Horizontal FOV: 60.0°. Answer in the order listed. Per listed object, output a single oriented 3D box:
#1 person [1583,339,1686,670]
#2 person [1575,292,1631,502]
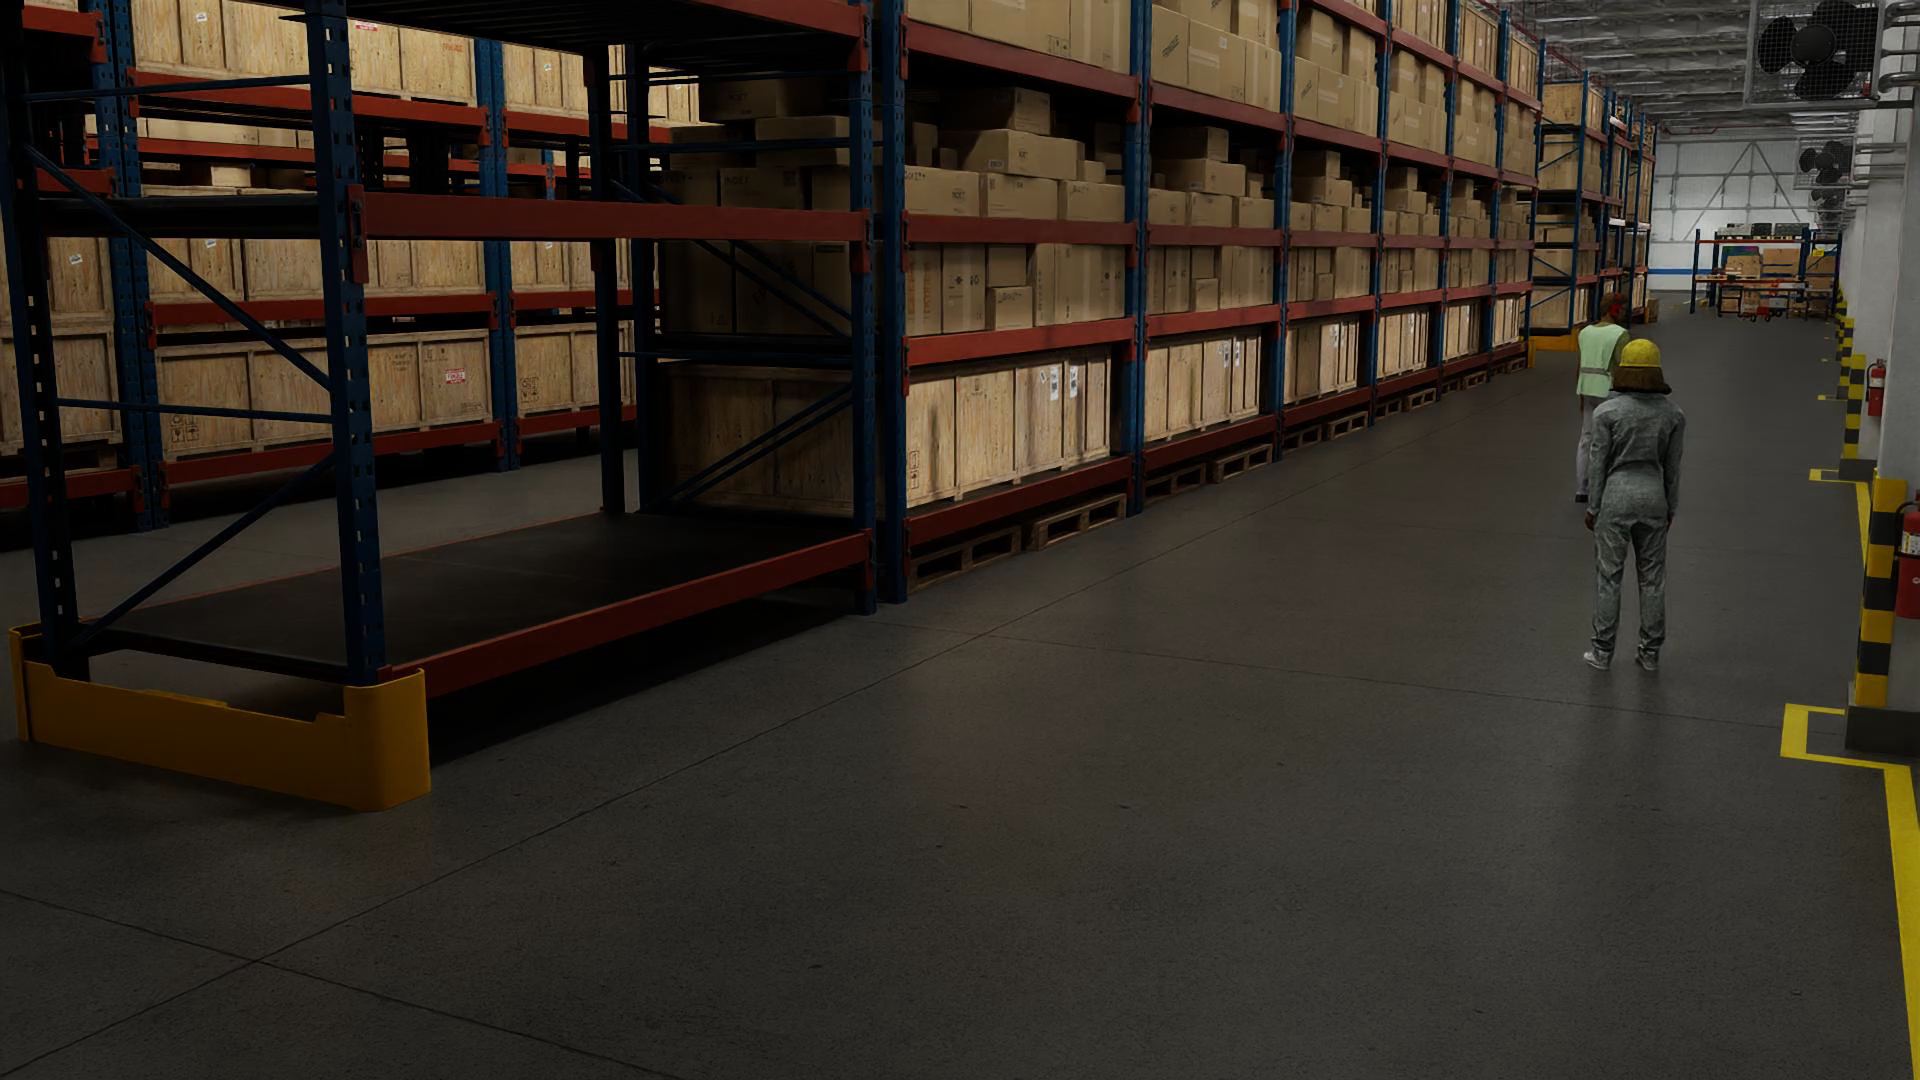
[{"bbox_3d":[3.518,-0.182,8.719,0.480,1.733,0.336,0,10,-1],"label":"person"},{"bbox_3d":[5.548,-1.212,14.376,0.389,1.837,0.563,-4,11,-23],"label":"person"}]
